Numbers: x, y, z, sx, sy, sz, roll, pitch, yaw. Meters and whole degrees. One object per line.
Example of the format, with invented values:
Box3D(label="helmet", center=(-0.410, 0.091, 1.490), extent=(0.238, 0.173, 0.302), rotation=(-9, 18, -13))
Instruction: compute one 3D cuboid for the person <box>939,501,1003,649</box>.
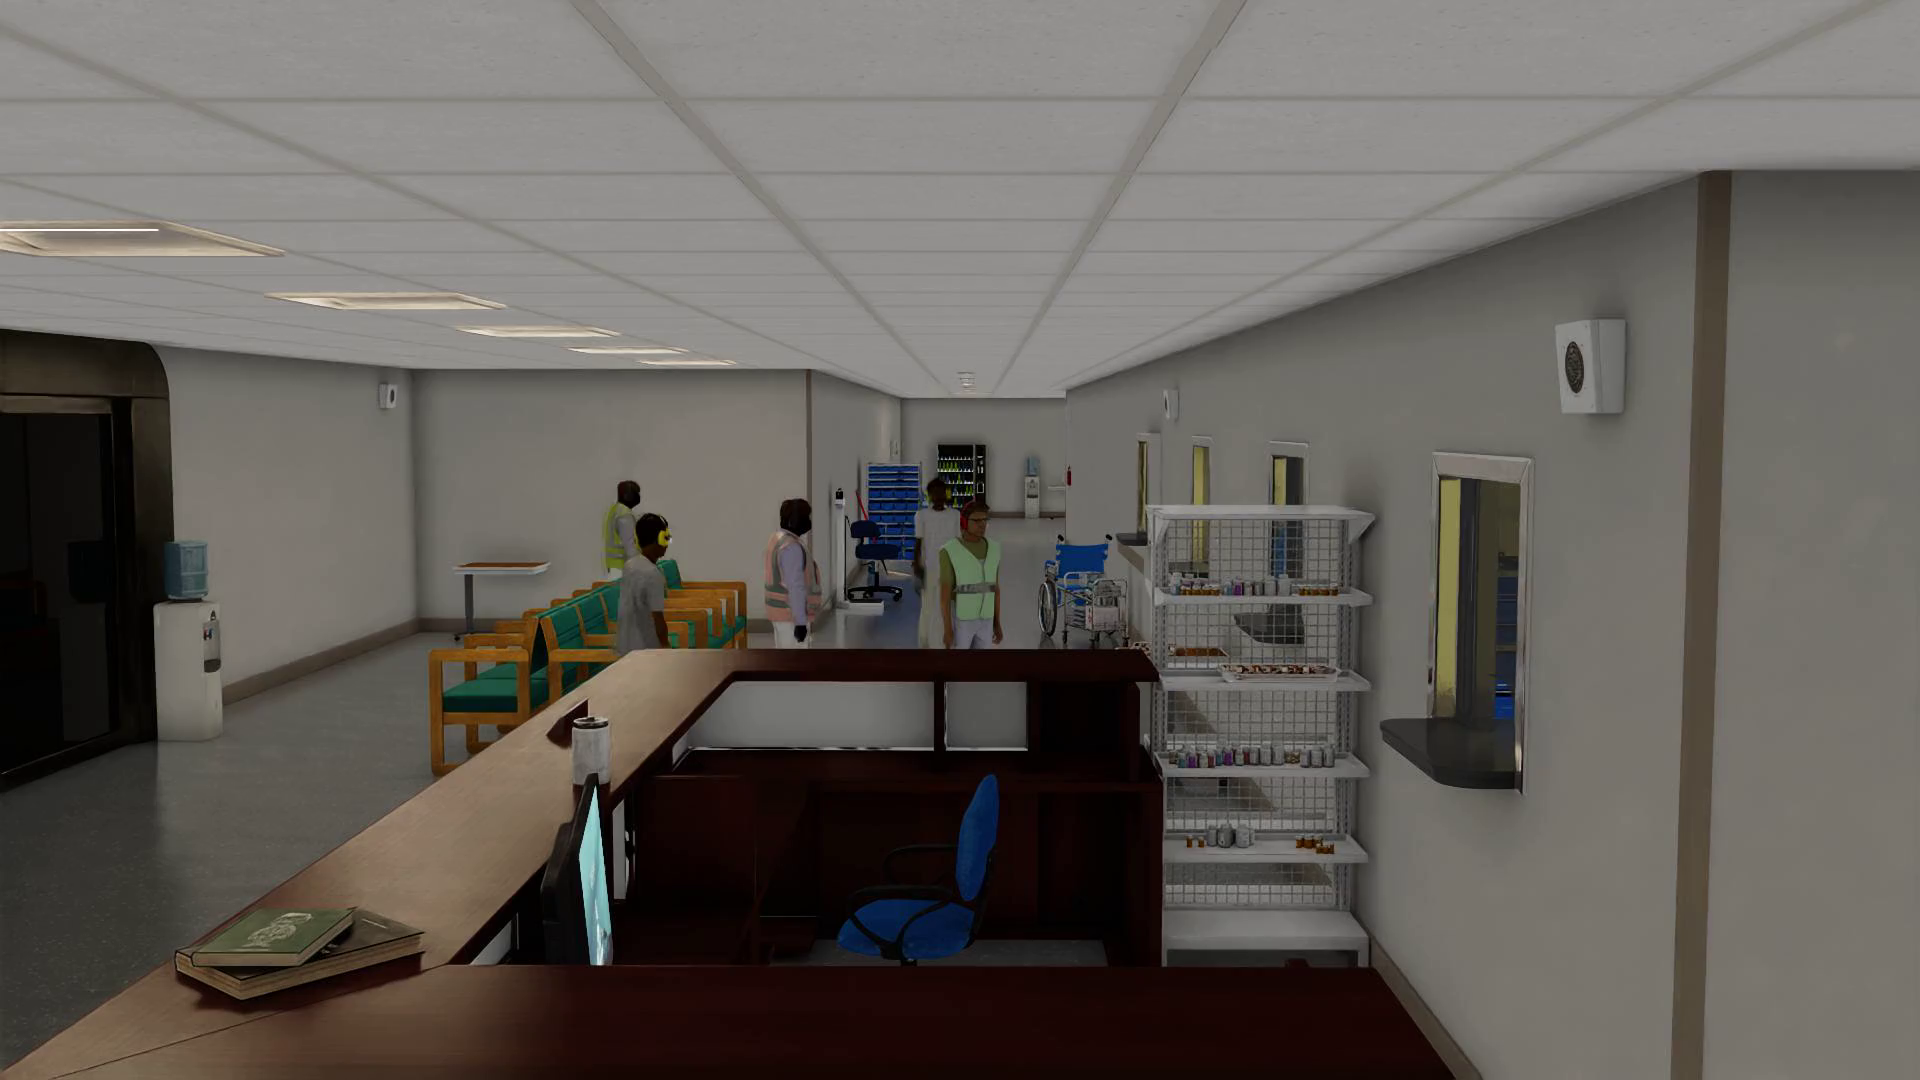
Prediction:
Box3D(label="person", center=(0.065, 0.621, 12.431), extent=(0.560, 1.837, 0.388), rotation=(-4, 6, -43))

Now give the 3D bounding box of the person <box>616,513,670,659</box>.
Box3D(label="person", center=(-1.896, 0.756, 10.450), extent=(0.625, 1.841, 0.643), rotation=(-2, 5, -27))

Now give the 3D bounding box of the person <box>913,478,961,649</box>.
Box3D(label="person", center=(-0.181, 0.319, 16.542), extent=(0.615, 1.856, 0.332), rotation=(-1, 4, -18))

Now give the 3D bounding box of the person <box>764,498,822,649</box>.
Box3D(label="person", center=(-1.270, 0.596, 12.719), extent=(0.429, 1.839, 0.633), rotation=(-1, 4, -17))
